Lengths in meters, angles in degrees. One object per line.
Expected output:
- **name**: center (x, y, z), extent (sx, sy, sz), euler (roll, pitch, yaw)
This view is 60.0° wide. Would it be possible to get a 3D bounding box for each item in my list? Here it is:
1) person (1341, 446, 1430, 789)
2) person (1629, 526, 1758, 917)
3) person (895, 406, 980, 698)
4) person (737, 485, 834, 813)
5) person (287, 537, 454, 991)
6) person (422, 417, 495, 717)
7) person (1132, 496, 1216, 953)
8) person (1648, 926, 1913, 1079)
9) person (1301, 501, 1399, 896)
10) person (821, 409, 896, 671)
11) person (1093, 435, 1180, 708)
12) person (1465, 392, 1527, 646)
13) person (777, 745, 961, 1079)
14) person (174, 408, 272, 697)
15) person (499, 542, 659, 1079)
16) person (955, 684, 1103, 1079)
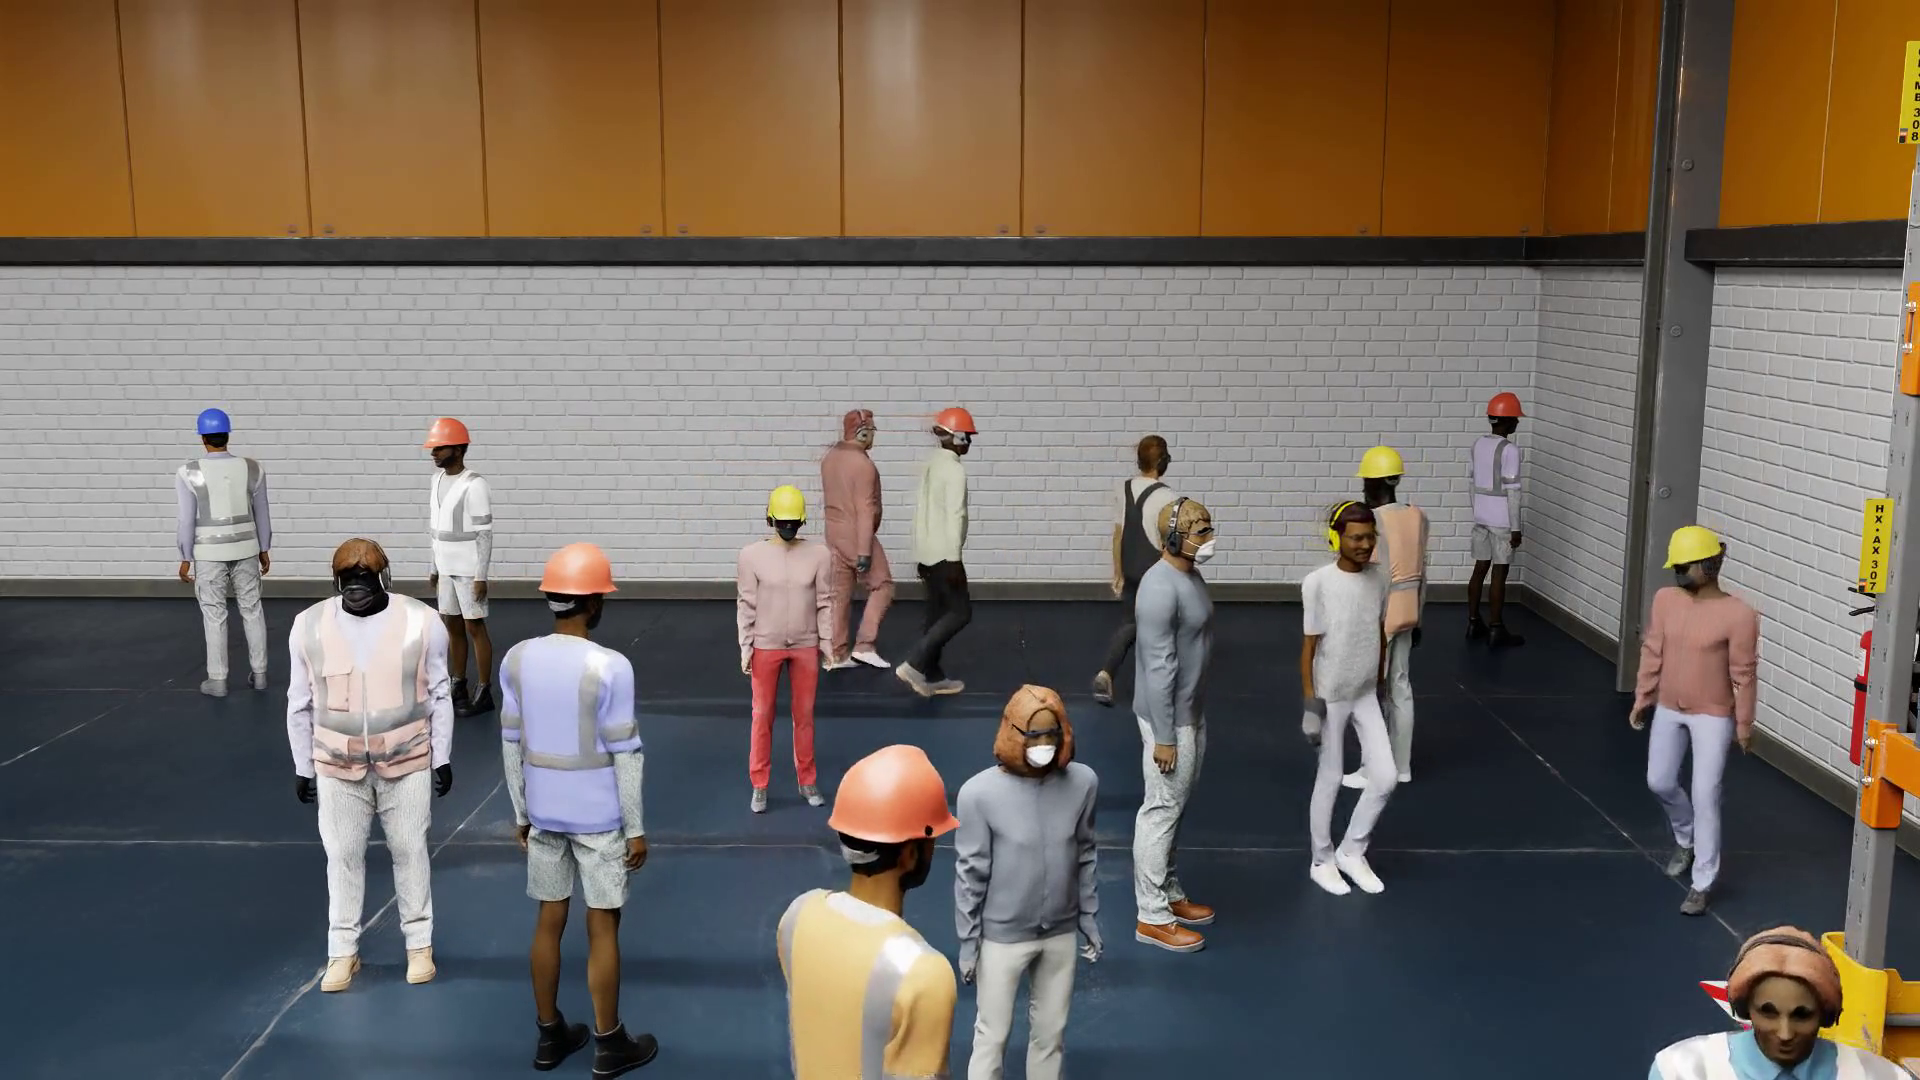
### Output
- **person**: center (2.333, 0.436, 9.242), extent (0.596, 1.918, 0.403), euler (-6, 11, -34)
- **person**: center (3.402, 0.789, 7.650), extent (0.567, 1.731, 0.528), euler (-6, 11, -31)
- **person**: center (-0.136, 0.094, 11.147), extent (0.610, 1.964, 0.638), euler (-4, 10, -21)
- **person**: center (-0.923, 0.575, 8.874), extent (0.523, 1.760, 0.325), euler (-3, 10, -18)
- **person**: center (-2.364, 0.897, 6.699), extent (0.634, 1.841, 0.429), euler (-2, 10, -13)
- **person**: center (-3.244, 0.175, 10.729), extent (0.543, 1.939, 0.370), euler (7, 12, 38)
- **person**: center (0.928, 0.772, 7.150), extent (0.358, 1.938, 0.636), euler (3, 10, 18)
- **person**: center (1.630, 1.560, 3.372), extent (0.531, 1.622, 0.362), euler (3, 10, 17)
- **person**: center (1.799, 0.738, 7.620), extent (0.550, 1.850, 0.508), euler (-4, 10, -23)
- **person**: center (-0.723, 0.006, 11.881), extent (0.529, 1.887, 0.656), euler (-7, 11, -34)
- **person**: center (1.195, 0.235, 10.708), extent (0.672, 1.830, 0.533), euler (-9, 13, -43)
- **person**: center (4.121, -0.160, 12.743), extent (0.358, 1.938, 0.545), euler (-3, 10, -19)
- **person**: center (-0.226, 1.393, 3.621), extent (0.884, 1.916, 0.556), euler (-9, 13, -43)
- **person**: center (-4.981, 0.081, 11.267), extent (0.618, 1.943, 0.394), euler (-9, 13, -43)
- **person**: center (-1.359, 0.968, 5.991), extent (0.551, 1.932, 0.378), euler (4, 10, 22)
- **person**: center (0.219, 1.246, 5.226), extent (0.507, 1.631, 0.268), euler (-5, 11, -25)
